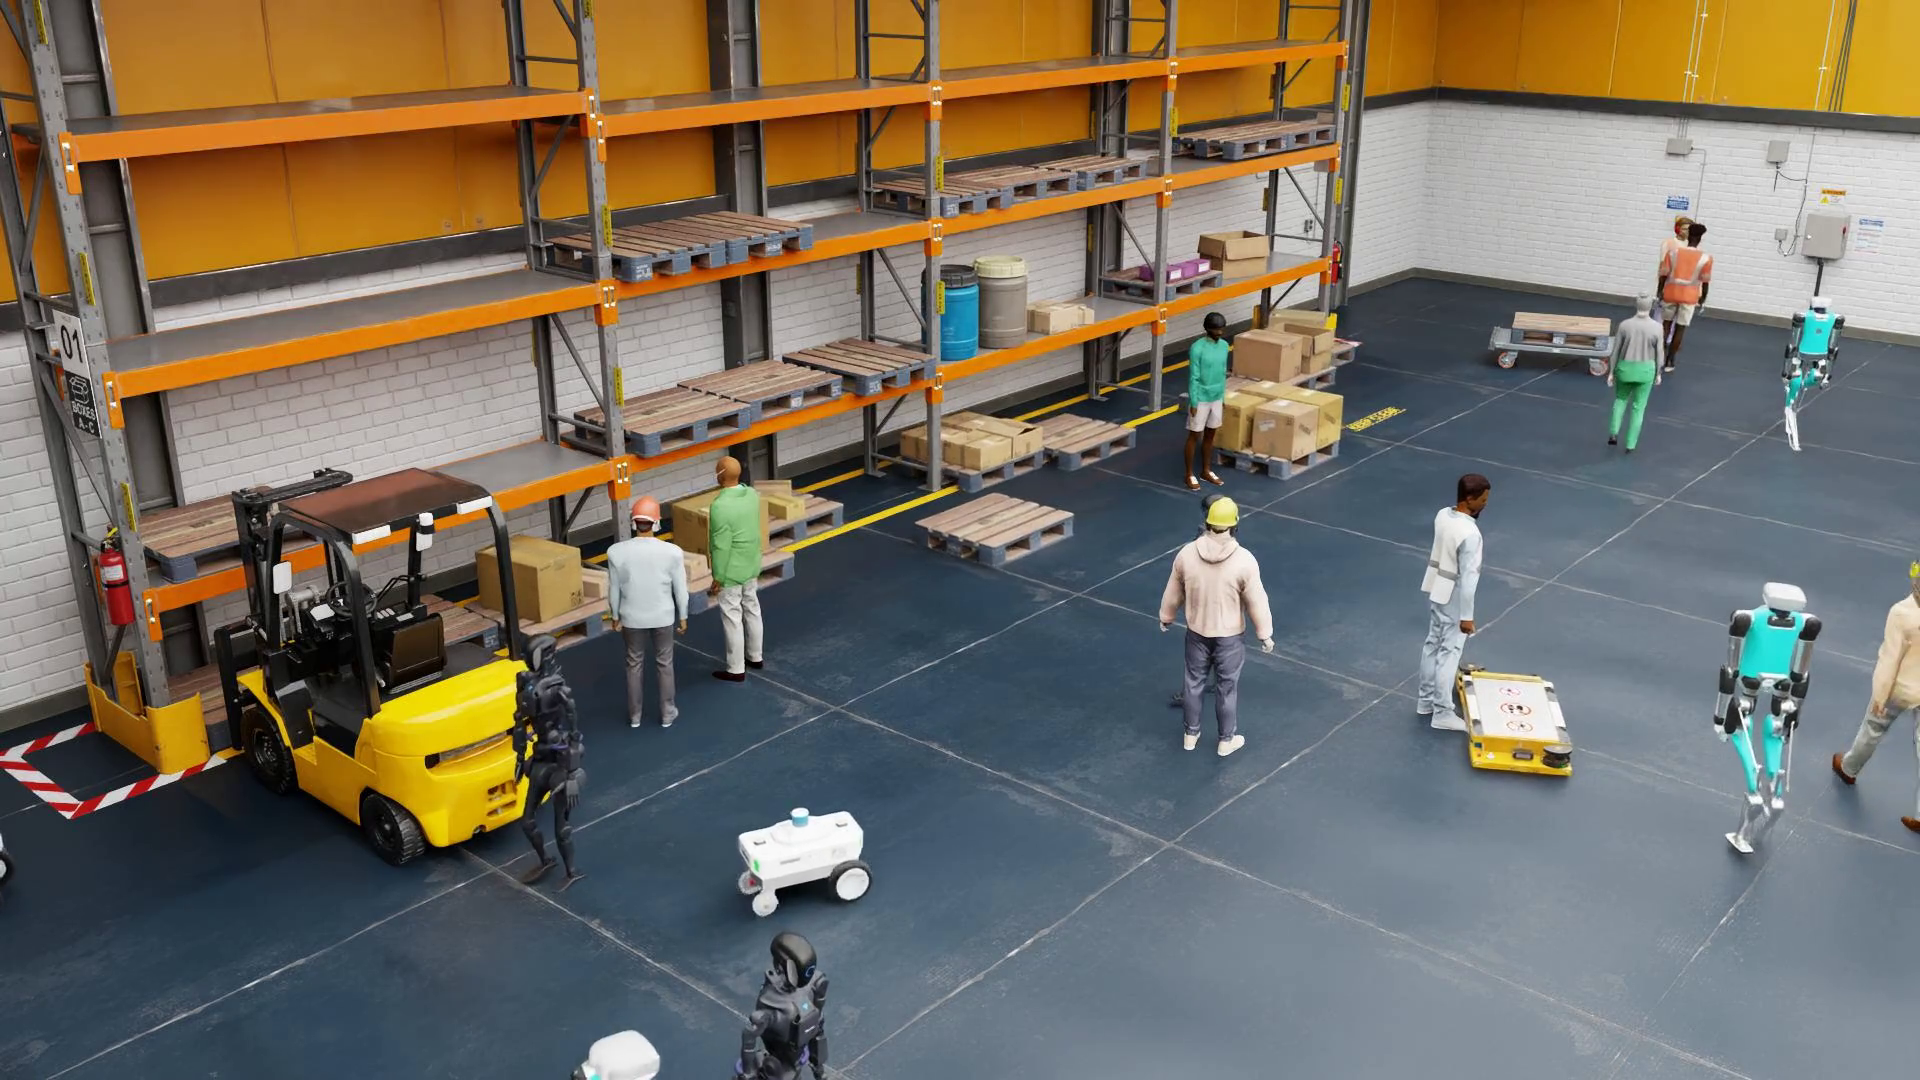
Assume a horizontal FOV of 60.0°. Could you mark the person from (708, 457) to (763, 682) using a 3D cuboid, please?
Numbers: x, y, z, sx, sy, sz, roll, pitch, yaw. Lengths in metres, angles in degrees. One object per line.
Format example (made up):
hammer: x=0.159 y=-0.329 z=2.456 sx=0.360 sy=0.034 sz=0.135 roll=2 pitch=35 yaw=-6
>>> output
person: x=-1.728 y=0.218 z=12.773 sx=0.384 sy=1.782 sz=0.551 roll=11 pitch=23 yaw=27

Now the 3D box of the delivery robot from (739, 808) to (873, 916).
delivery robot: x=-0.930 y=1.905 z=10.006 sx=0.812 sy=0.614 sz=0.499 roll=-9 pitch=22 yaw=-23

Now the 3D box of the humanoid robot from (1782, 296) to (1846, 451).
humanoid robot: x=9.490 y=-1.946 z=18.765 sx=0.530 sy=1.770 sz=0.996 roll=5 pitch=21 yaw=12

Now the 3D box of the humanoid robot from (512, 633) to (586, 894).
humanoid robot: x=-2.440 y=1.339 z=9.902 sx=0.585 sy=1.651 sz=0.331 roll=14 pitch=24 yaw=33

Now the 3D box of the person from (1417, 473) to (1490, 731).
person: x=3.549 y=0.432 z=12.012 sx=0.398 sy=1.912 sz=0.589 roll=-2 pitch=20 yaw=-5

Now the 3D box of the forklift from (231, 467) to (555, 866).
forklift: x=-3.730 y=0.710 z=10.856 sx=2.313 sy=2.155 sz=1.214 roll=17 pitch=26 yaw=38

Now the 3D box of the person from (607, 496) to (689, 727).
person: x=-2.241 y=0.524 z=12.010 sx=0.575 sy=1.737 sz=0.350 roll=-2 pitch=20 yaw=-6

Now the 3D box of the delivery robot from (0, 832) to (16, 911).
delivery robot: x=-6.009 y=1.975 z=9.814 sx=0.785 sy=0.614 sz=0.525 roll=-7 pitch=21 yaw=-17

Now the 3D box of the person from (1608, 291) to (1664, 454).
person: x=7.446 y=-1.860 z=18.337 sx=0.539 sy=1.828 sz=0.435 roll=12 pitch=23 yaw=28

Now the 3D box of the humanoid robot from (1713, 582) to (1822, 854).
humanoid robot: x=4.974 y=1.209 z=10.225 sx=0.548 sy=1.847 sz=0.709 roll=1 pitch=20 yaw=3

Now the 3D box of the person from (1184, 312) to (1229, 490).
person: x=2.549 y=-1.456 z=17.218 sx=0.494 sy=1.849 sz=0.403 roll=-12 pitch=23 yaw=-30

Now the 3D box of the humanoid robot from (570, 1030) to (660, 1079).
humanoid robot: x=-1.058 y=2.584 z=6.459 sx=0.545 sy=1.771 sz=0.908 roll=18 pitch=27 yaw=39

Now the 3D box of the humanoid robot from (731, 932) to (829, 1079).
humanoid robot: x=-0.799 y=2.372 z=7.188 sx=0.833 sy=1.602 sz=0.603 roll=13 pitch=24 yaw=32

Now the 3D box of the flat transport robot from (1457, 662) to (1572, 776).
flat transport robot: x=4.001 y=1.288 z=12.061 sx=0.659 sy=0.231 sz=1.431 roll=4 pitch=21 yaw=11

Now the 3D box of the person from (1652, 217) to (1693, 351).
person: x=9.738 y=-3.495 z=22.744 sx=0.566 sy=1.844 sz=0.375 roll=-9 pitch=22 yaw=-23

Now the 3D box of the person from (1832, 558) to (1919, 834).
person: x=6.167 y=0.941 z=10.791 sx=0.546 sy=1.823 sz=1.061 roll=0 pitch=20 yaw=-1

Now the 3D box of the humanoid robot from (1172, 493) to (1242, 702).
humanoid robot: x=1.883 y=0.438 z=12.354 sx=0.605 sy=1.638 sz=0.598 roll=-3 pitch=20 yaw=-8

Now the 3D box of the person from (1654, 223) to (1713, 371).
person: x=9.431 y=-3.165 z=21.705 sx=0.625 sy=1.941 sz=0.428 roll=13 pitch=24 yaw=32

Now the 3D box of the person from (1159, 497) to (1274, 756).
person: x=1.773 y=0.611 z=11.589 sx=0.819 sy=1.864 sz=0.417 roll=9 pitch=22 yaw=23
